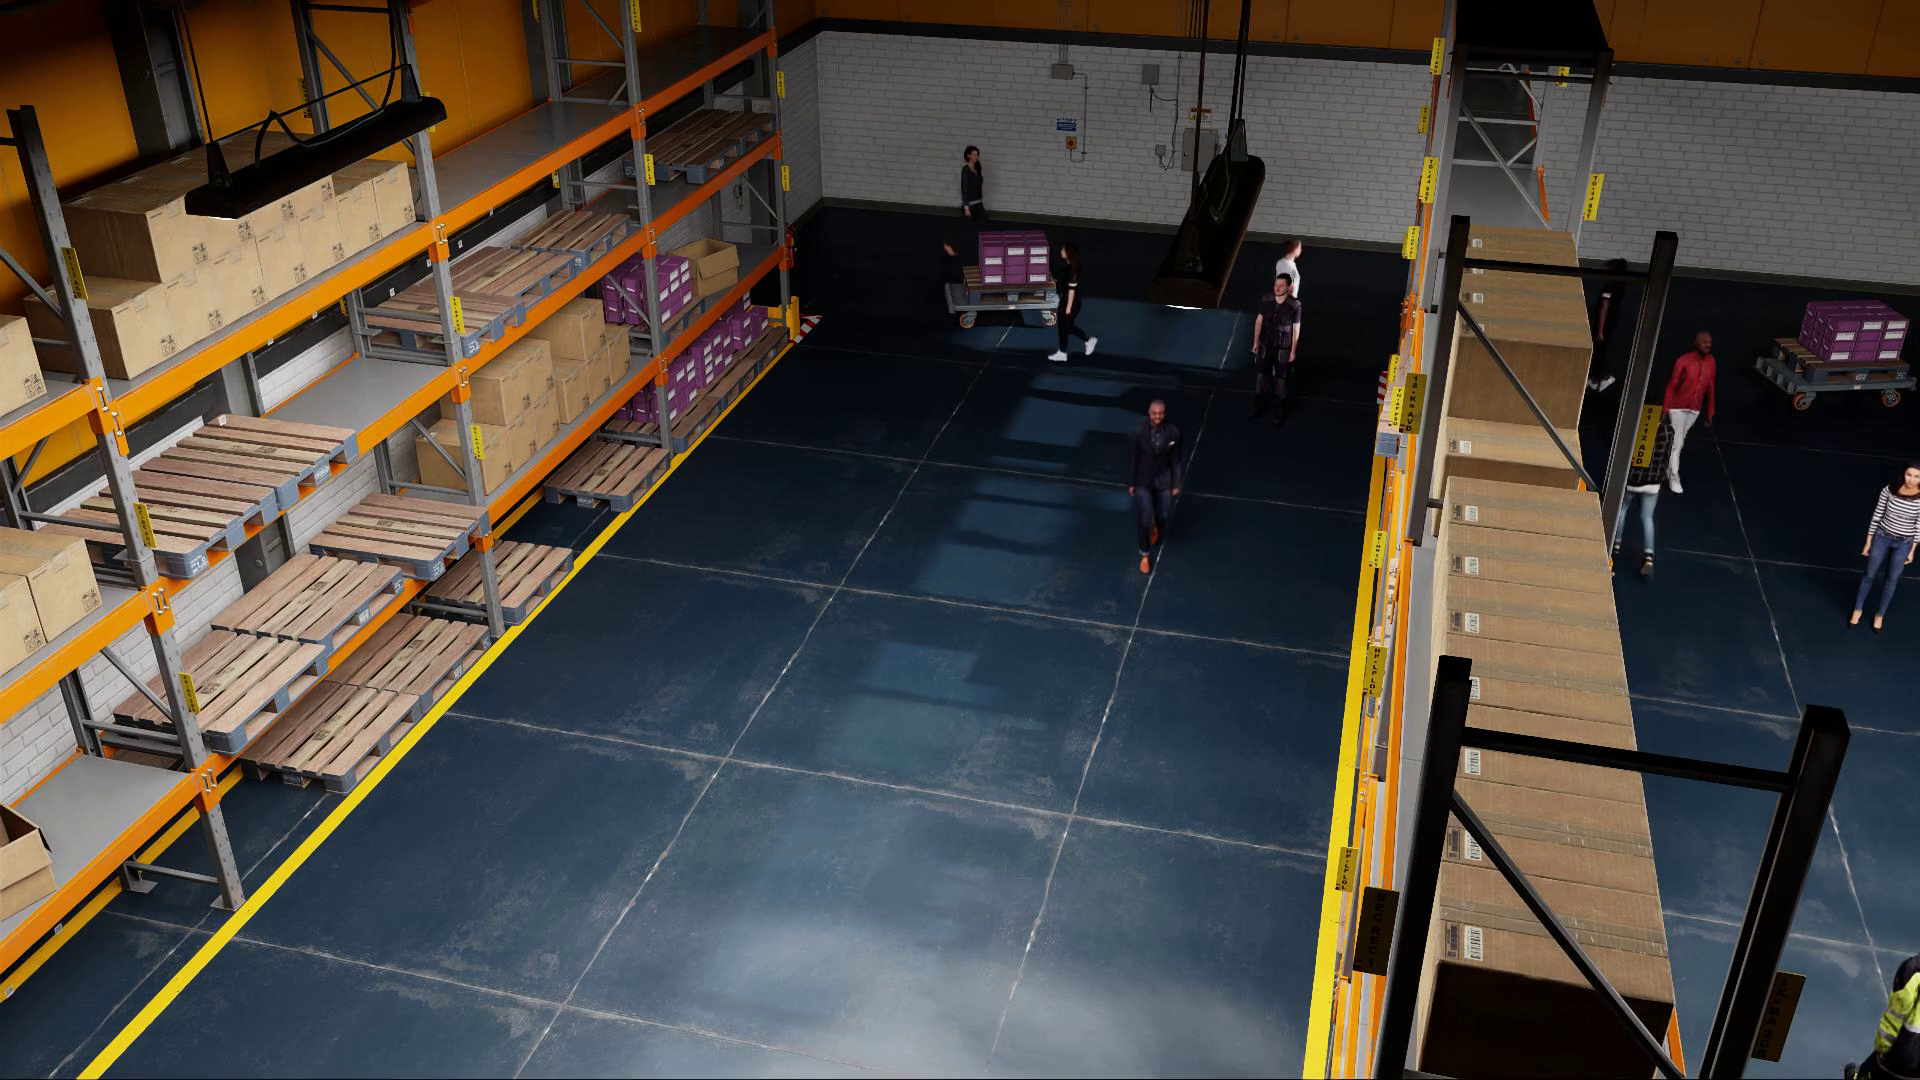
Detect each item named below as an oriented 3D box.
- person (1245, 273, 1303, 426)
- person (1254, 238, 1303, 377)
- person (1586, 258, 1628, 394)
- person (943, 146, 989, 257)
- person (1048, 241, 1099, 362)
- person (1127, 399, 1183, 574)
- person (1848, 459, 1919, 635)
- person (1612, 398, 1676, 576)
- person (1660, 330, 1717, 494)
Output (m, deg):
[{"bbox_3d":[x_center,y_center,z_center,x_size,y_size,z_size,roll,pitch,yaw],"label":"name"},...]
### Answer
[{"bbox_3d":[3.770,-2.301,19.861,0.773,1.846,0.707,17,33,28],"label":"person"},{"bbox_3d":[4.008,-2.899,20.961,0.902,1.842,0.873,-4,29,-7],"label":"person"},{"bbox_3d":[8.025,-2.629,20.584,0.859,1.728,0.894,-24,36,-36],"label":"person"},{"bbox_3d":[0.105,-5.036,24.988,0.901,1.737,1.117,17,33,28],"label":"person"},{"bbox_3d":[1.486,-3.060,21.482,0.843,1.625,0.900,-2,29,-4],"label":"person"},{"bbox_3d":[1.952,-0.599,16.787,0.821,1.800,1.068,2,29,4],"label":"person"},{"bbox_3d":[8.731,0.054,15.594,0.616,1.797,0.543,14,32,24],"label":"person"},{"bbox_3d":[6.869,-0.523,16.663,0.818,1.786,1.211,2,29,3],"label":"person"},{"bbox_3d":[7.987,-1.507,18.460,0.933,1.793,1.070,-5,29,-10],"label":"person"}]
